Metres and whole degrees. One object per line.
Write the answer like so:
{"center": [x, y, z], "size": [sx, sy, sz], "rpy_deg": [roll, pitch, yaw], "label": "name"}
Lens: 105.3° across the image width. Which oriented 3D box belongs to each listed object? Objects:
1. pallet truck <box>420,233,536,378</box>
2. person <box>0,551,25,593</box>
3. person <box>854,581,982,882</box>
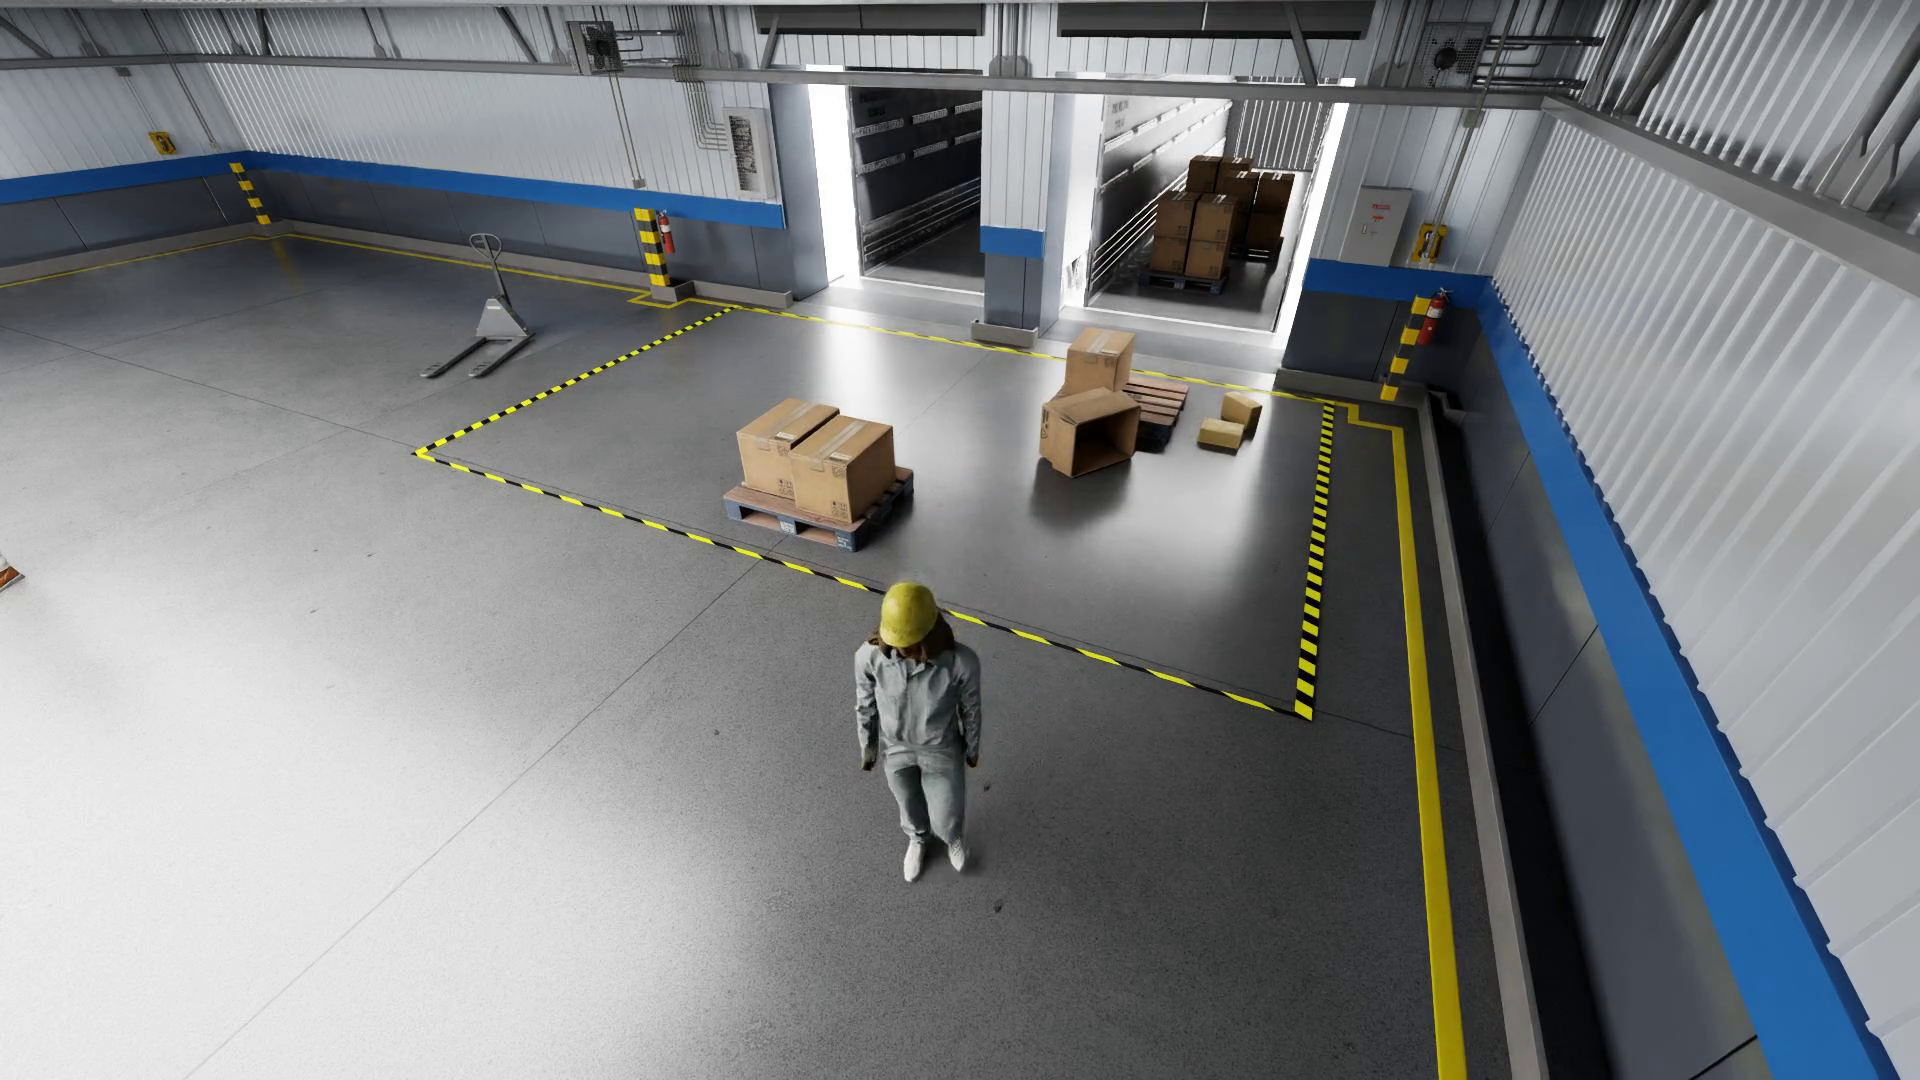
{"center": [-5.664, -2.712, 8.427], "size": [0.680, 1.201, 1.601], "rpy_deg": [0, 35, -1], "label": "pallet truck"}
{"center": [-6.917, -0.464, 4.661], "size": [0.604, 1.948, 0.381], "rpy_deg": [7, 36, 9], "label": "person"}
{"center": [-0.166, 0.848, 3.006], "size": [0.495, 1.735, 0.391], "rpy_deg": [6, 36, 8], "label": "person"}
